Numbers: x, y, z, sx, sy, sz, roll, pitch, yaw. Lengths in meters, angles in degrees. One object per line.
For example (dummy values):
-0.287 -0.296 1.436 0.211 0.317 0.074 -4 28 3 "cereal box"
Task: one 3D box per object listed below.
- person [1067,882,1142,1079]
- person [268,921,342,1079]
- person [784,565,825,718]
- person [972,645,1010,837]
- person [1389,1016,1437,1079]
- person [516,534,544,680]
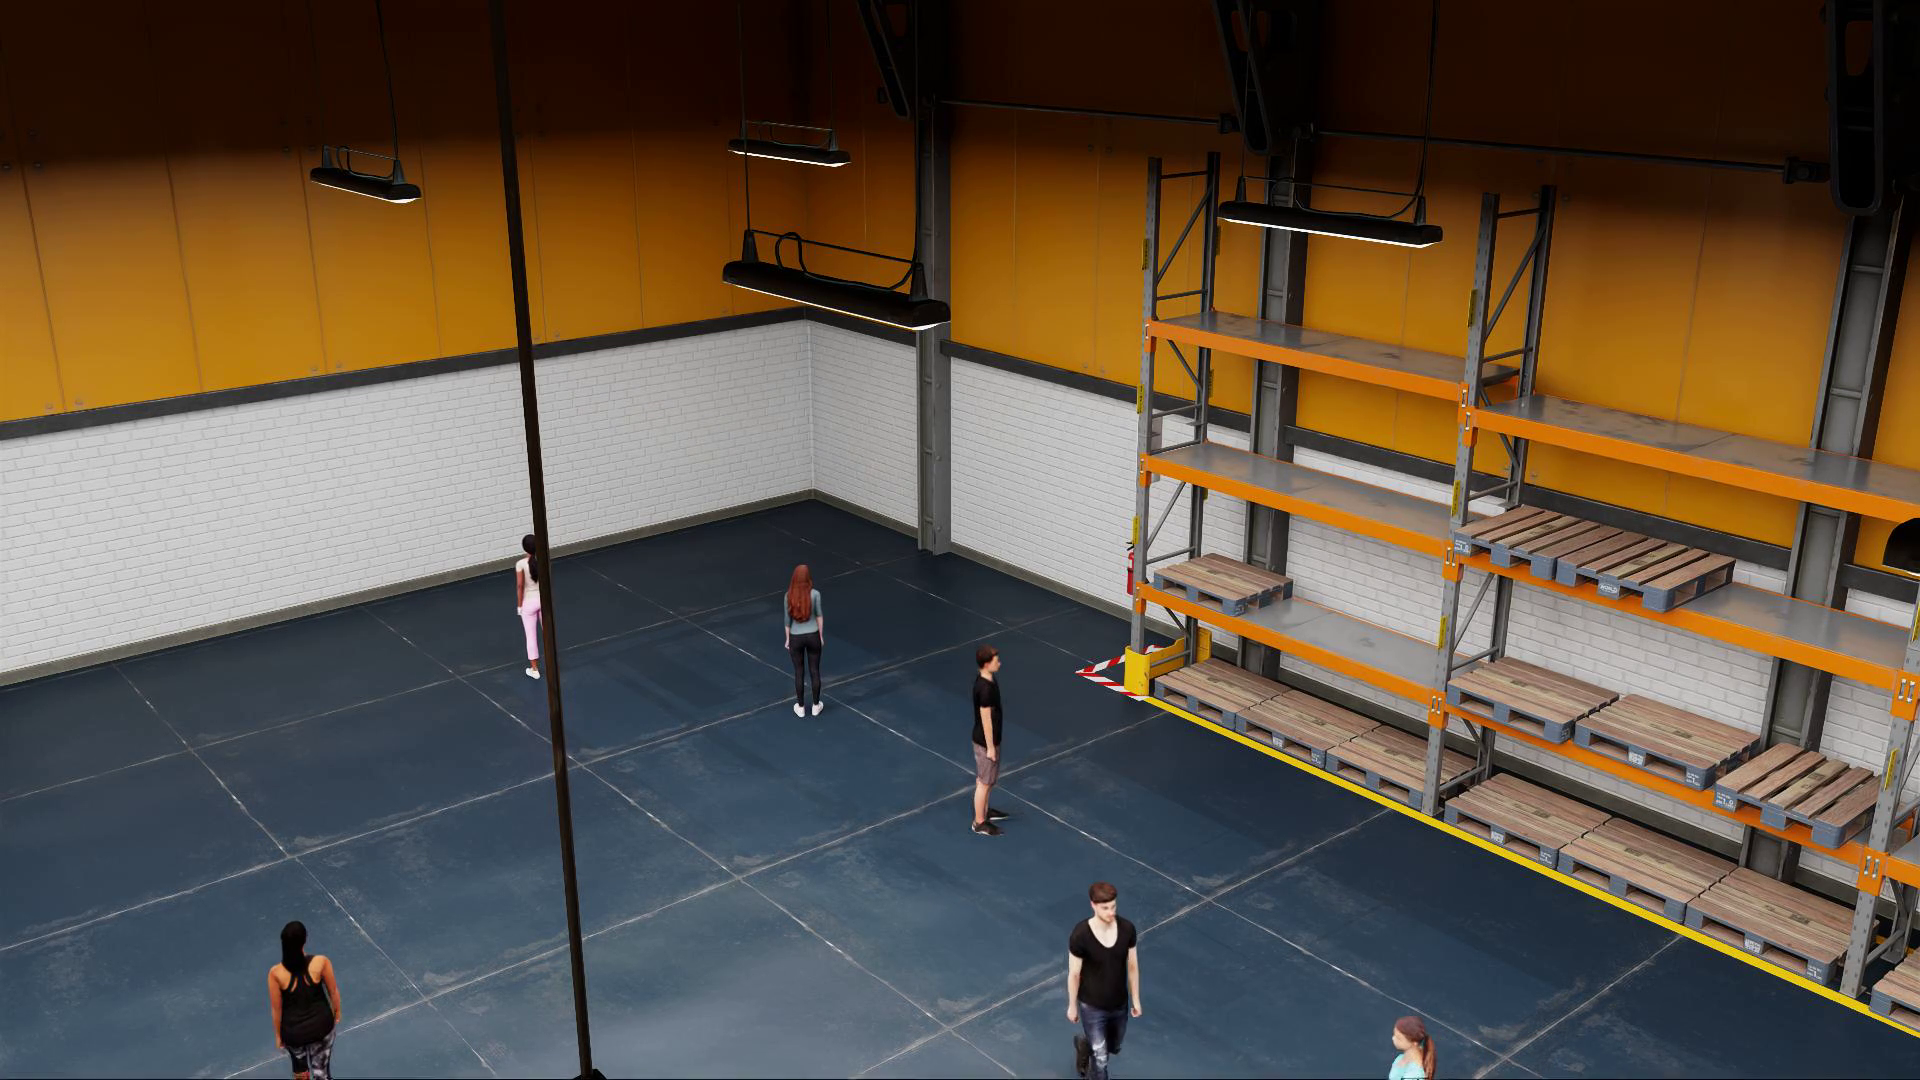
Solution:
0.986 3.219 11.766 0.953 1.877 1.218 -6 19 -16 "person"
-4.522 3.421 11.534 0.763 1.644 0.989 -8 20 -23 "person"
-1.704 1.101 18.266 0.670 1.743 0.700 -2 19 -7 "person"
0.242 1.867 15.805 0.839 1.862 0.763 0 19 1 "person"
2.994 3.769 10.688 1.148 1.524 0.934 8 20 22 "person"
-4.926 0.750 19.311 0.603 1.741 0.530 -12 22 -33 "person"
